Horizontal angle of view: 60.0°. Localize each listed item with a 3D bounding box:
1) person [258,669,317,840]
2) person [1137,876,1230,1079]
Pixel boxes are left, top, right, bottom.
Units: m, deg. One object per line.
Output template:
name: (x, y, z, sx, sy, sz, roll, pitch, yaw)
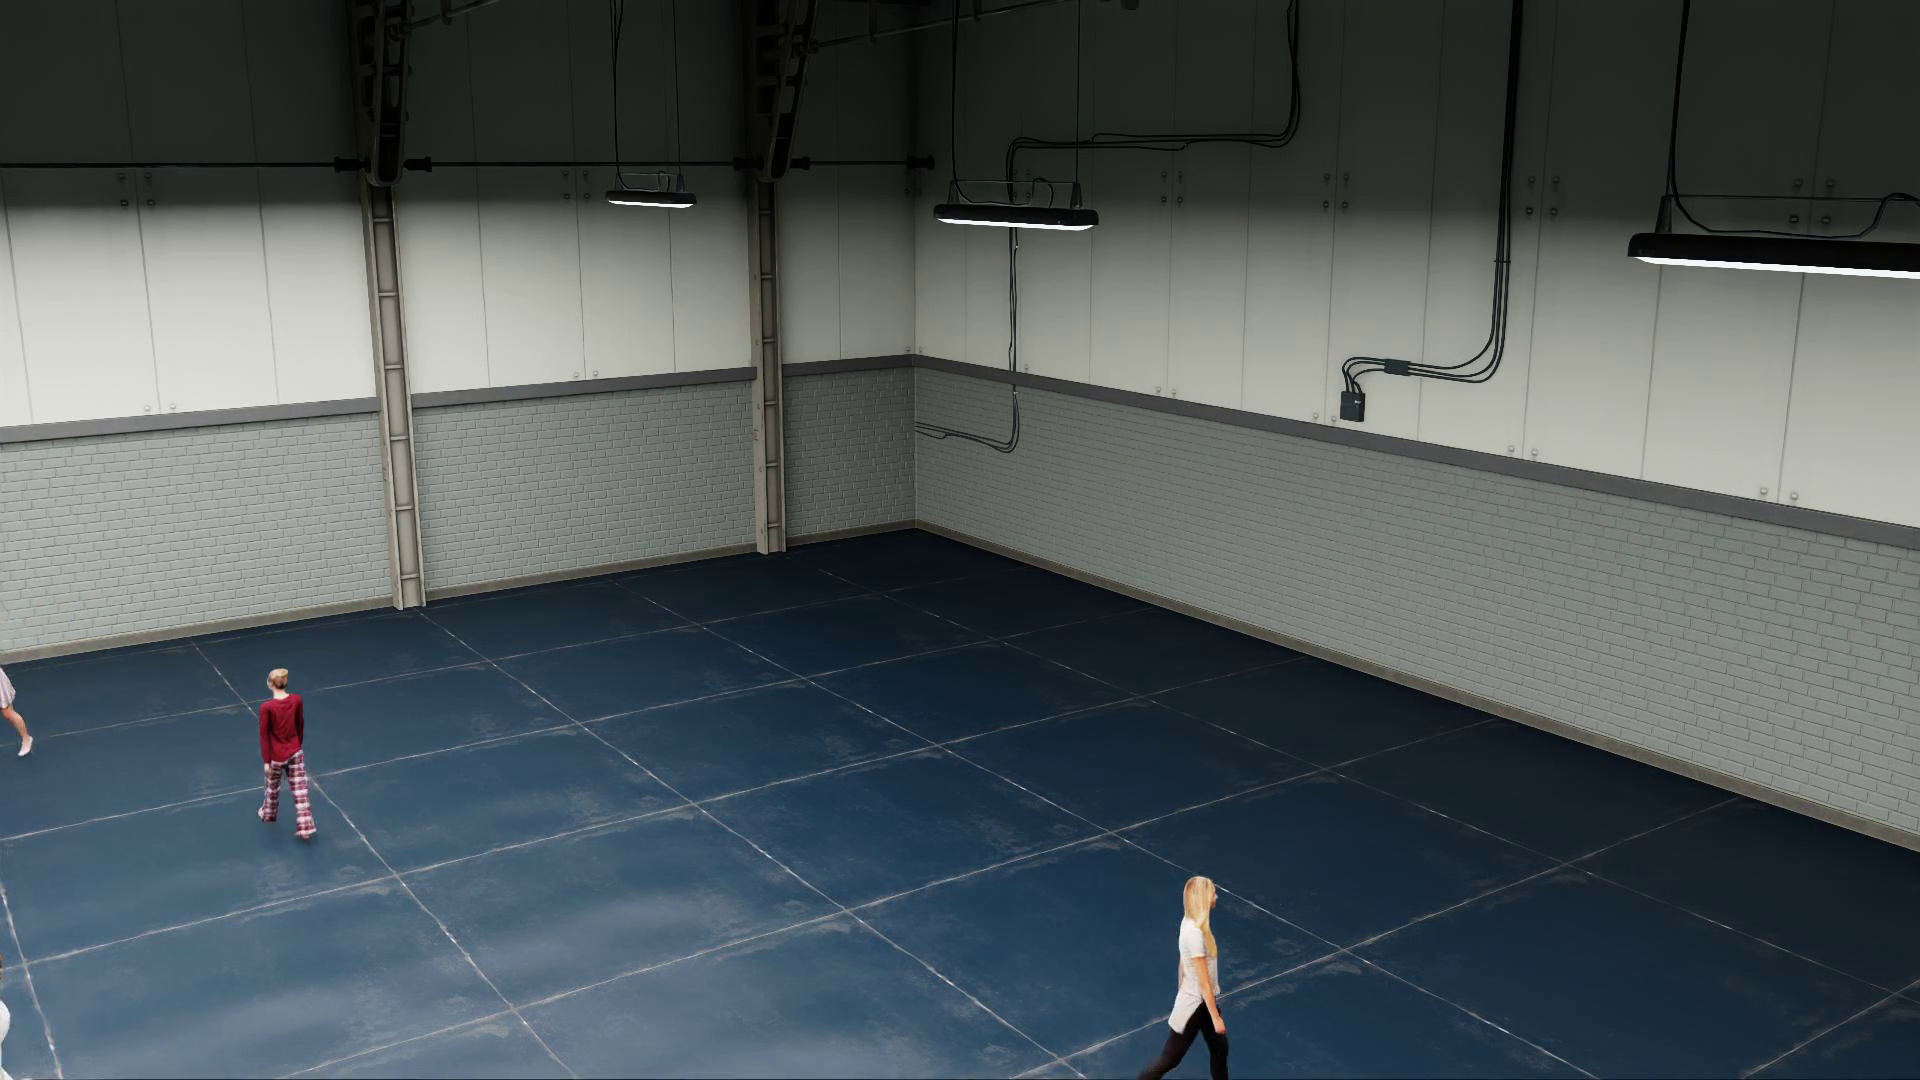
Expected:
person: (-6.405, 2.068, 15.876, 0.898, 1.656, 1.089, 11, 17, 39)
person: (1.453, 3.123, 11.041, 1.213, 1.782, 1.110, 1, 13, 6)
